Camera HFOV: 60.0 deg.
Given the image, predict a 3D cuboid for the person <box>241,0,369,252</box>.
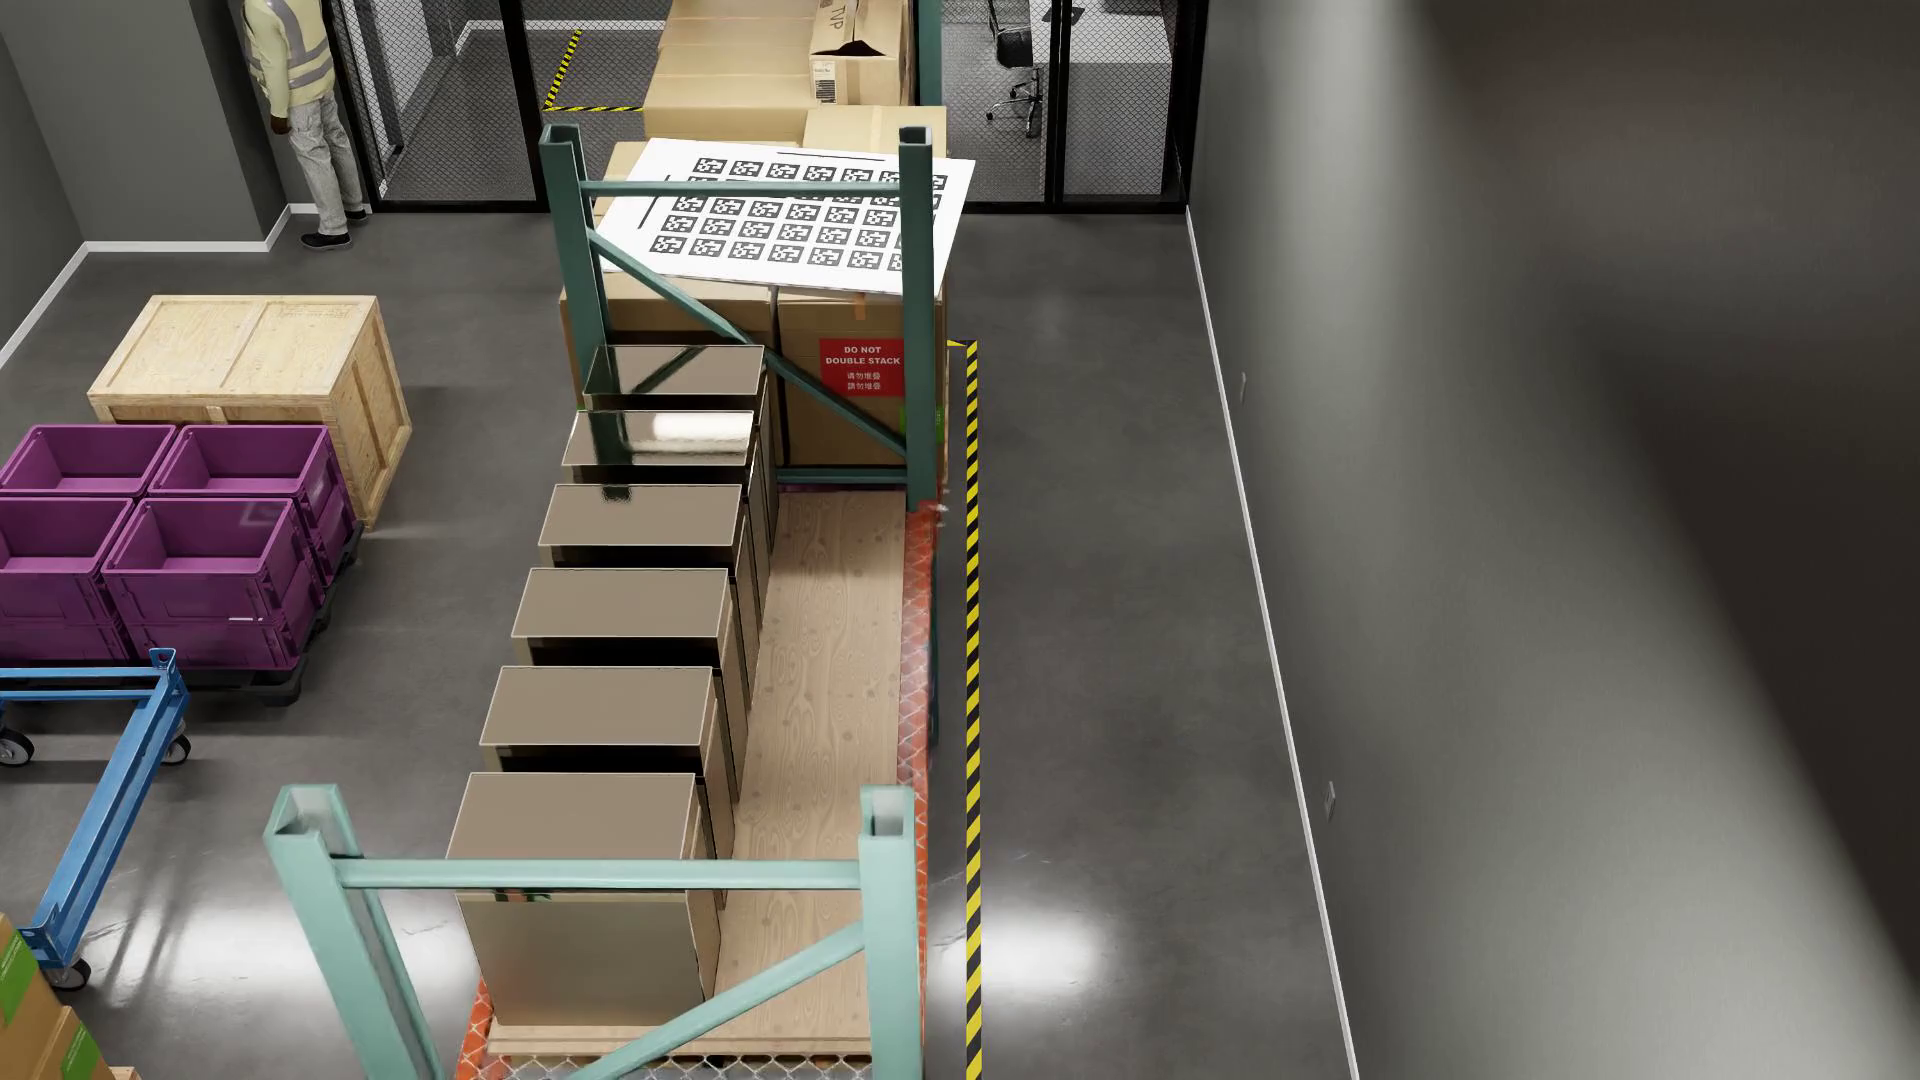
[{"bbox_3d":[-3.471,-2.392,8.699,0.404,1.833,0.590,5,41,5],"label":"person"}]
